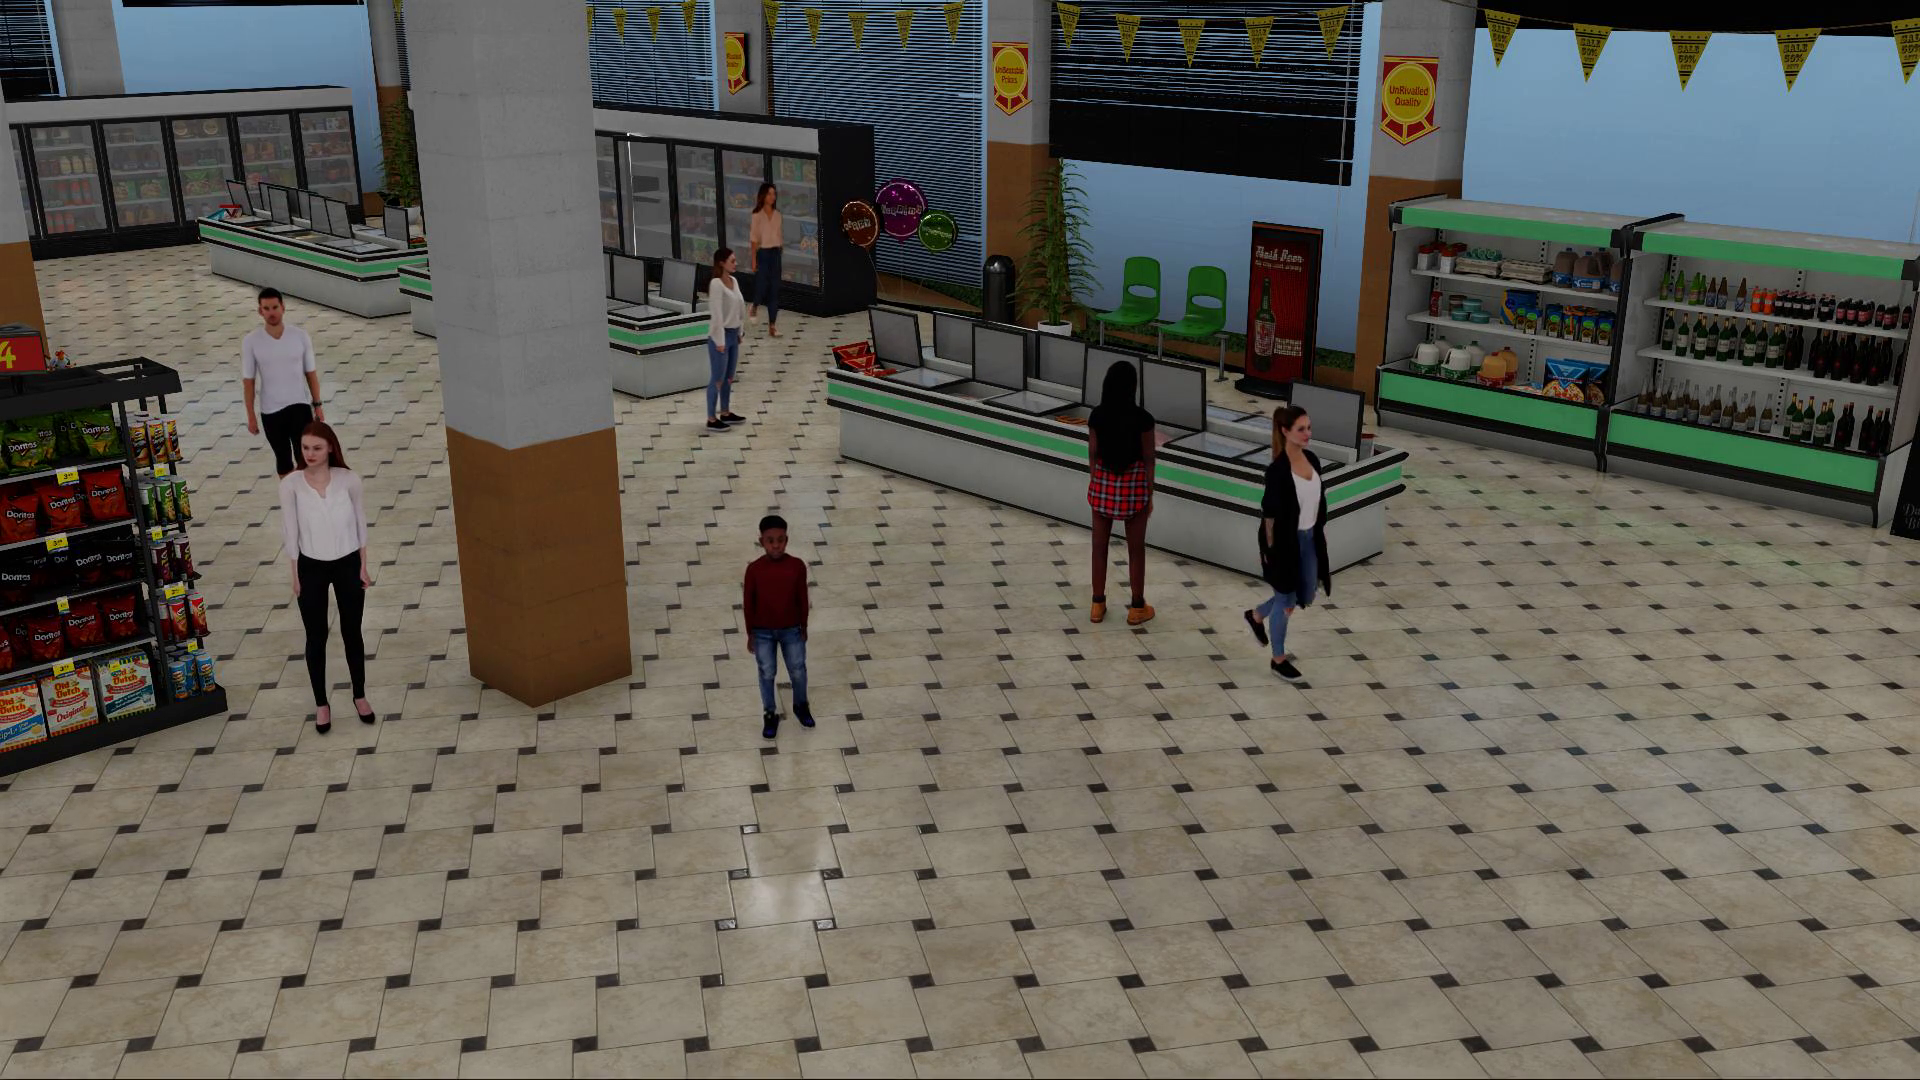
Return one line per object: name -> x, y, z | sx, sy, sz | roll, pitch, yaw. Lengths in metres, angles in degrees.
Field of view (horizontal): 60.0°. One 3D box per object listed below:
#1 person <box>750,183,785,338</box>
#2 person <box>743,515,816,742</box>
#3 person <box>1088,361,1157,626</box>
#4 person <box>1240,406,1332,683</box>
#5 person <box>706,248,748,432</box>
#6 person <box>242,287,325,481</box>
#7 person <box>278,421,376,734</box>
person -> -2.302, -3.279, 19.482 | 0.695, 1.779, 0.892 | -13, 22, -33
person -> -1.020, 0.455, 9.231 | 0.620, 1.254, 0.668 | -2, 19, -6
person -> 1.033, -0.298, 10.724 | 0.672, 1.726, 0.772 | 6, 20, 18
person -> 1.896, 0.005, 9.910 | 0.666, 1.673, 0.789 | -15, 24, -37
person -> -2.198, -1.861, 15.424 | 0.700, 1.686, 0.708 | 7, 20, 20
person -> -5.156, -1.003, 12.690 | 1.023, 1.806, 1.302 | -7, 20, -20
person -> -3.487, 0.193, 9.213 | 0.642, 1.761, 0.600 | -10, 21, -27
